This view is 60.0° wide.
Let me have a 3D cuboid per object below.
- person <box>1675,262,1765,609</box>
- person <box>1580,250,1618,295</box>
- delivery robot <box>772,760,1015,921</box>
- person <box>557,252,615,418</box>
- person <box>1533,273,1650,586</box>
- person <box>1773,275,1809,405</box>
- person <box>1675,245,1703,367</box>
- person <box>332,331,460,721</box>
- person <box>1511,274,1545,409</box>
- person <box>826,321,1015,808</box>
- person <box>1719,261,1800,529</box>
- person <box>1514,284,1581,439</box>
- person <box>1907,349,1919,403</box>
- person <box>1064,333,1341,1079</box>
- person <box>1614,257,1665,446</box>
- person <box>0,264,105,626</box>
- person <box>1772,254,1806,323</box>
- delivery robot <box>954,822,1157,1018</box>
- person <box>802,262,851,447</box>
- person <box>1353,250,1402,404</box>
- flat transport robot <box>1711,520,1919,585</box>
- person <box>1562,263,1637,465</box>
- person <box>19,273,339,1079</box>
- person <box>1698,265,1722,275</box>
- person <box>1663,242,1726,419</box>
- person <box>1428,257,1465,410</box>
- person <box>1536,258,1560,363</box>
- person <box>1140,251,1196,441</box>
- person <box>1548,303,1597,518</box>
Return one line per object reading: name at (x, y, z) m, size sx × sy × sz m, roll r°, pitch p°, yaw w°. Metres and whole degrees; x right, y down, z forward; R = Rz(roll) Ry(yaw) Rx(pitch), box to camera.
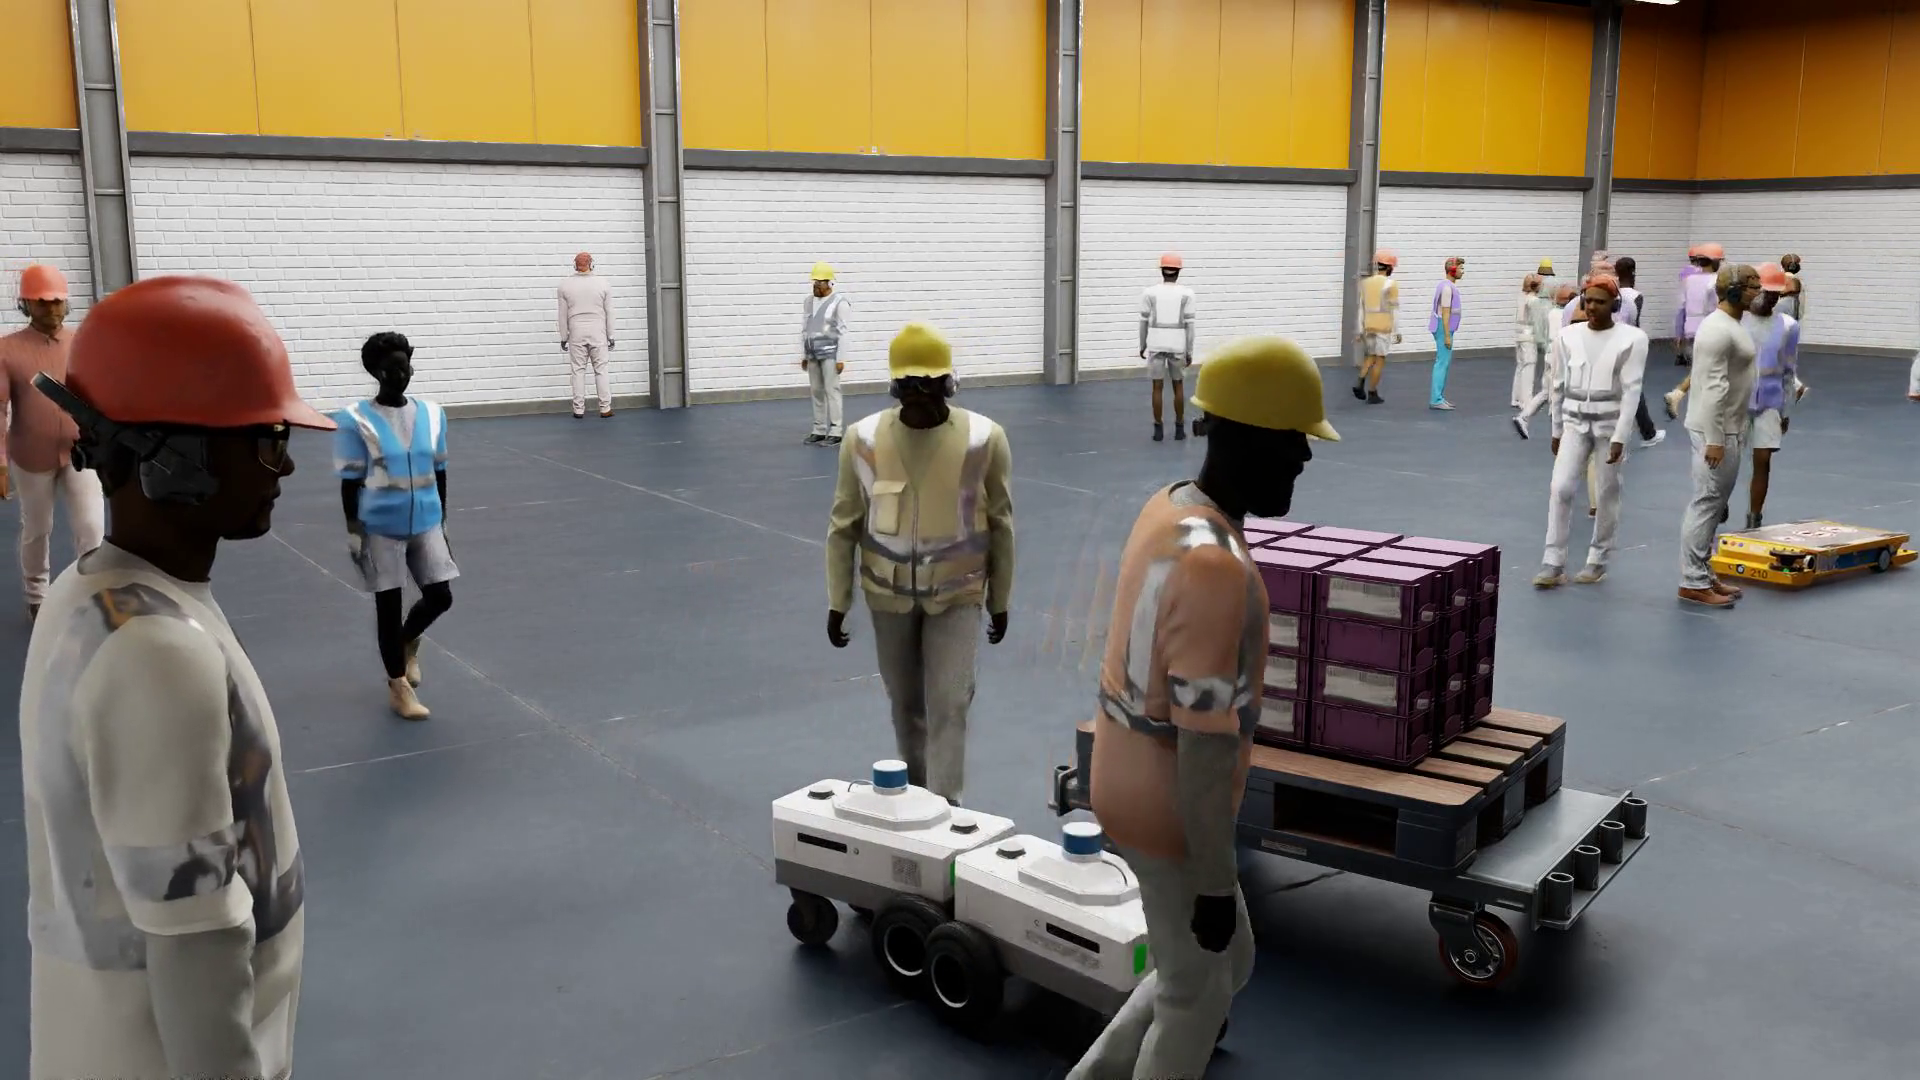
person at (4.305, -0.587, 9.410) m, size 0.377 × 1.936 × 0.645 m, roll 6°, pitch 12°, yaw 29°
person at (8.863, -3.055, 23.015) m, size 0.598 × 1.897 × 0.647 m, roll -9°, pitch 14°, yaw -42°
delivery robot at (-0.203, 0.884, 4.843) m, size 0.707 × 0.478 × 0.477 m, roll 7°, pitch 12°, yaw 33°
person at (-4.276, -2.346, 19.110) m, size 0.638 × 1.906 × 0.408 m, roll -1°, pitch 10°, yaw -8°
person at (3.693, -0.625, 9.782) m, size 0.573 × 1.856 × 0.781 m, roll 9°, pitch 13°, yaw 39°
person at (9.941, -2.387, 20.083) m, size 0.540 × 1.618 × 0.518 m, roll 9°, pitch 14°, yaw 42°
person at (11.778, -3.755, 26.739) m, size 0.360 × 1.938 × 0.546 m, roll -2°, pitch 11°, yaw -13°
person at (-2.460, -0.065, 7.216) m, size 0.539 × 1.683 × 0.444 m, roll -10°, pitch 14°, yaw -43°
person at (6.876, -2.391, 20.118) m, size 0.315 × 1.637 × 0.546 m, roll 0°, pitch 10°, yaw -1°
person at (-0.146, 0.195, 5.463) m, size 0.612 × 1.795 × 0.813 m, roll 2°, pitch 10°, yaw 9°
person at (5.430, -0.950, 11.423) m, size 0.545 × 1.917 × 0.644 m, roll 2°, pitch 11°, yaw 12°
person at (6.101, -1.819, 17.043) m, size 0.755 × 1.611 × 0.515 m, roll -3°, pitch 11°, yaw -18°
person at (12.348, -2.650, 20.769) m, size 0.957 × 1.893 × 0.655 m, roll -1°, pitch 10°, yaw -8°
person at (0.481, 0.530, 3.356) m, size 0.484 × 1.898 × 0.609 m, roll 0°, pitch 10°, yaw 0°
person at (6.534, -1.833, 16.377) m, size 0.969 × 1.868 × 0.597 m, roll -5°, pitch 12°, yaw -27°
person at (-4.697, -0.448, 8.618) m, size 0.657 × 1.944 × 1.022 m, roll -10°, pitch 14°, yaw -43°
person at (11.413, -3.019, 22.964) m, size 0.429 × 1.846 × 0.626 m, roll 0°, pitch 10°, yaw 1°
delivery robot at (0.316, 0.979, 4.325) m, size 0.477 × 0.478 × 0.707 m, roll -10°, pitch 14°, yaw -42°
person at (-1.356, -1.851, 16.606) m, size 0.593 × 1.832 × 0.404 m, roll 9°, pitch 14°, yaw 41°
person at (5.222, -2.632, 20.672) m, size 0.422 × 1.911 × 0.551 m, roll -7°, pitch 13°, yaw -36°
flat transport robot at (5.291, 0.062, 10.386) m, size 1.431 × 0.197 × 0.652 m, roll -7°, pitch 12°, yaw -33°
person at (5.674, -1.538, 14.849) m, size 0.652 × 1.856 × 1.024 m, roll 3°, pitch 11°, yaw 16°
person at (-0.991, 0.677, 2.202) m, size 0.427 × 2.034 × 0.606 m, roll -5°, pitch 12°, yaw -26°
person at (13.506, -4.314, 30.198) m, size 0.655 × 1.798 × 0.527 m, roll 1°, pitch 10°, yaw 7°
person at (8.312, -2.341, 18.783) m, size 0.856 × 2.023 × 0.621 m, roll -4°, pitch 11°, yaw -21°
person at (5.850, -2.485, 20.078) m, size 0.393 × 1.835 × 0.568 m, roll 3°, pitch 11°, yaw 18°
person at (9.451, -3.698, 26.989) m, size 0.480 × 1.734 × 0.333 m, roll 3°, pitch 11°, yaw 14°
person at (2.116, -1.977, 17.007) m, size 0.560 × 1.927 × 0.427 m, roll 1°, pitch 10°, yaw 6°
person at (4.621, -0.975, 12.333) m, size 0.498 × 1.633 × 0.279 m, roll 4°, pitch 11°, yaw 23°
